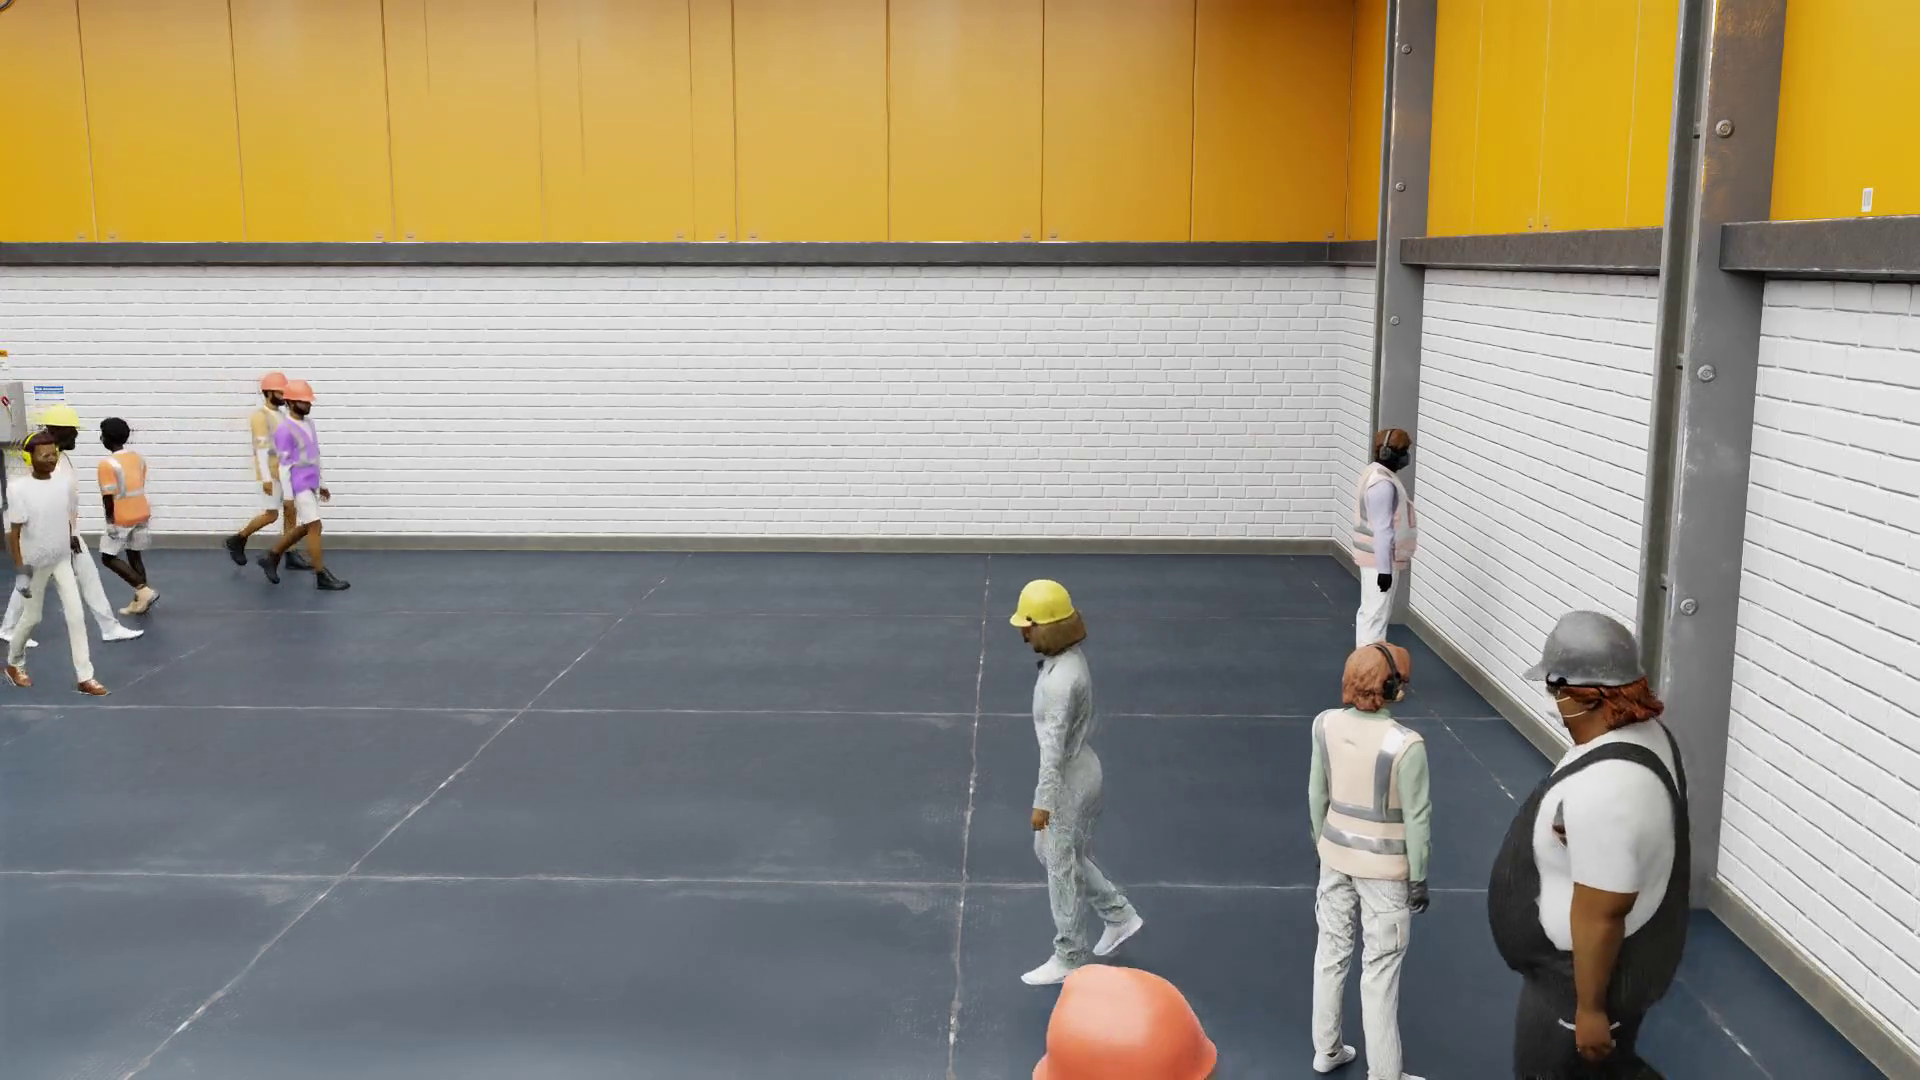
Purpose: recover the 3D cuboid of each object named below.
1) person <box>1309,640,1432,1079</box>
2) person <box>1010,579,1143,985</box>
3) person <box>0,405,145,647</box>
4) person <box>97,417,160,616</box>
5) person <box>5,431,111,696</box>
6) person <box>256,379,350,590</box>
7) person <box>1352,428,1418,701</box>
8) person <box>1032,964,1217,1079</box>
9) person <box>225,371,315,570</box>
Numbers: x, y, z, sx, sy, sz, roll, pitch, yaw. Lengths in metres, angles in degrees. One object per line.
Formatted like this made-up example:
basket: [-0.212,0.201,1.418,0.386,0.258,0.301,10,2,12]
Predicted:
person: [1.460,1.171,5.953,0.311,1.642,0.512,-7,12,-36]
person: [0.448,0.994,6.763,0.507,1.718,0.500,0,10,-1]
person: [-6.927,-0.100,12.753,1.044,1.869,0.594,-1,10,-5]
person: [-6.854,-0.172,13.714,0.414,1.686,0.539,2,10,11]
person: [-6.301,0.153,11.396,0.966,1.827,0.532,5,11,27]
person: [-5.950,-0.493,14.898,0.840,1.916,0.545,0,10,1]
person: [2.887,0.155,11.323,0.430,1.840,0.625,2,10,10]
person: [0.389,1.606,2.615,0.588,1.913,0.589,-5,11,-25]
person: [-6.591,-0.645,15.795,0.736,1.914,0.560,1,10,8]
